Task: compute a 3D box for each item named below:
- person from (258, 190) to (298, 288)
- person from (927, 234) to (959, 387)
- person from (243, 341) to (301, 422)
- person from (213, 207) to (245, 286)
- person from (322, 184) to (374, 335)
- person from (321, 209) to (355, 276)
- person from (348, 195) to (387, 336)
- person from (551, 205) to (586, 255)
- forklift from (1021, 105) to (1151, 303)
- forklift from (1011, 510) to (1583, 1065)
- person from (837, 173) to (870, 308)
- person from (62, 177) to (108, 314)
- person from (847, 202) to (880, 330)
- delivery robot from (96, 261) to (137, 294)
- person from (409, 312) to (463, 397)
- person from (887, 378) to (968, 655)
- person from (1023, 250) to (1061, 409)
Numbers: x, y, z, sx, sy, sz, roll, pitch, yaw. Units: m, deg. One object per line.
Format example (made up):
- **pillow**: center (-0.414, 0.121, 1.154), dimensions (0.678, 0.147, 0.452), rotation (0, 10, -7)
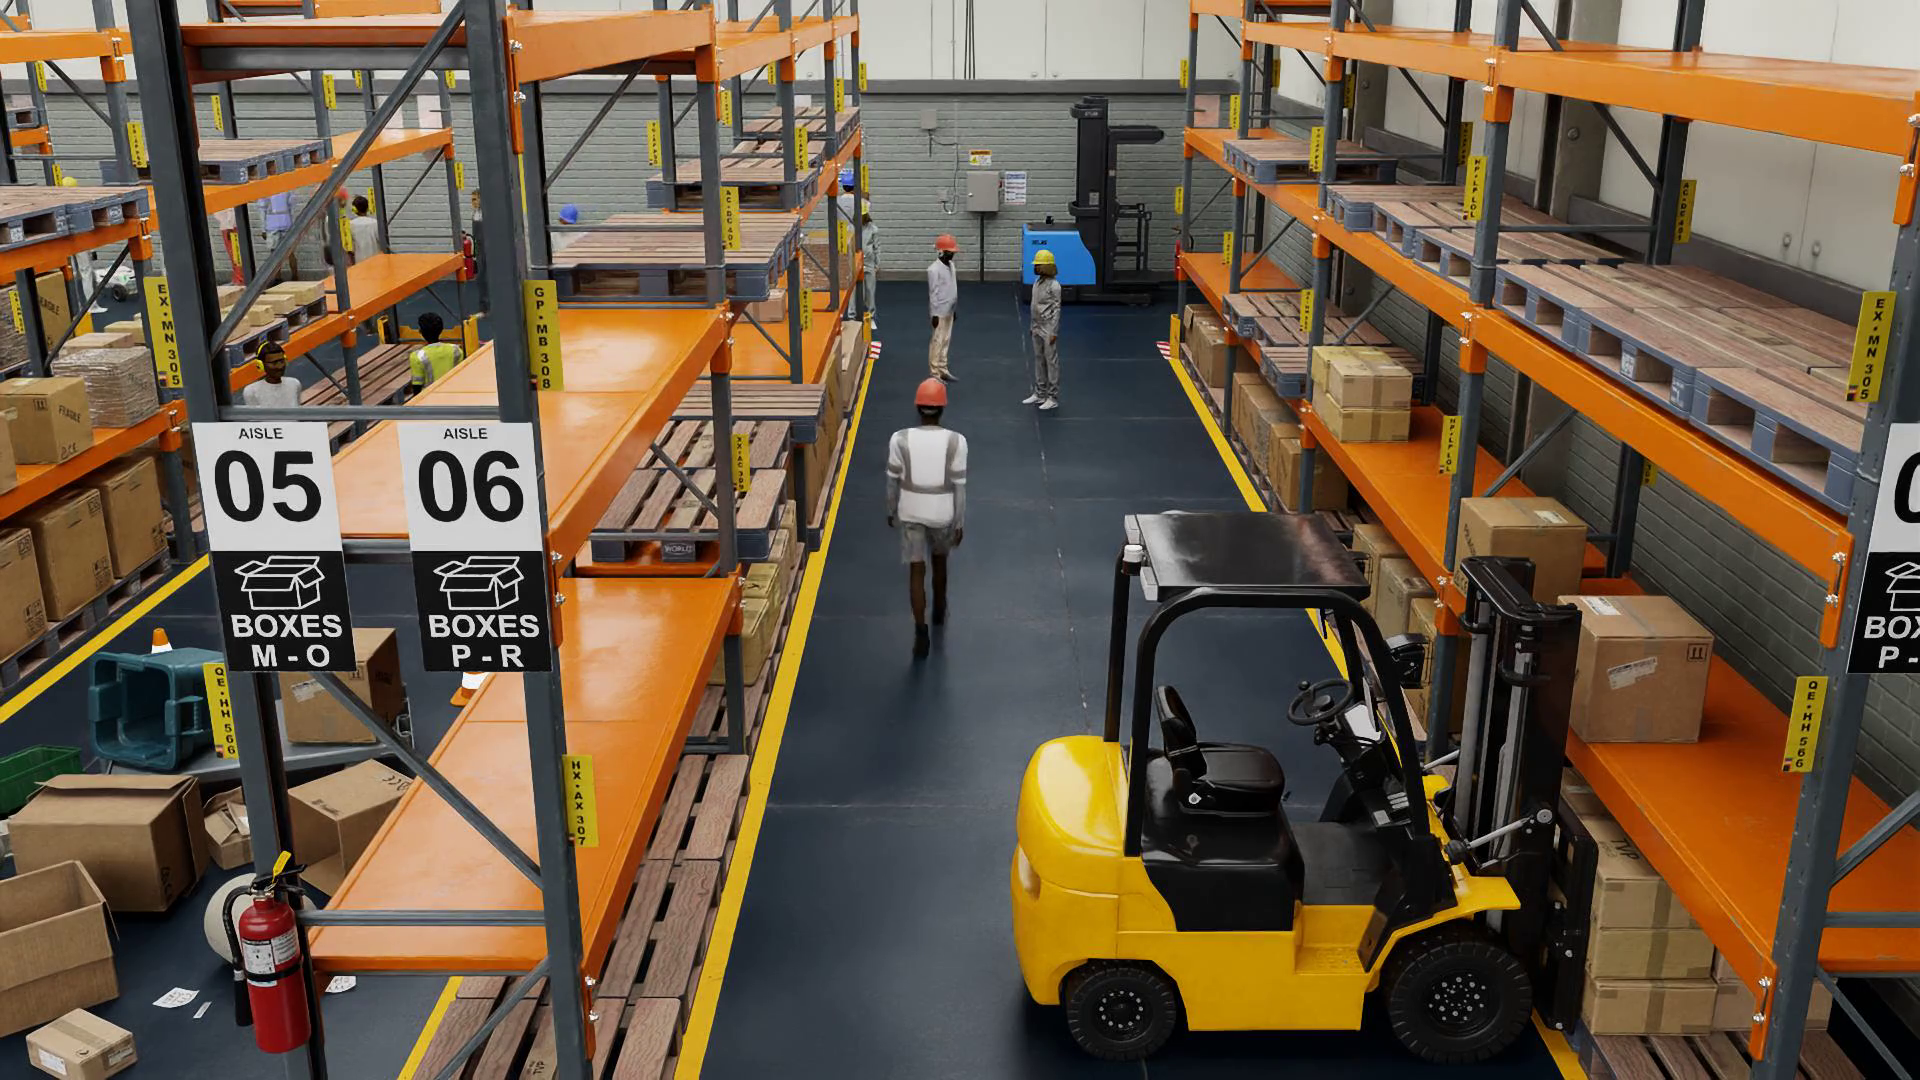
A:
- **person**: center (-10.497, -4.826, 25.577), dimensions (0.545, 1.928, 0.380), rotation (-17, 25, -42)
- **person**: center (-0.174, -2.677, 19.351), dimensions (0.342, 1.749, 0.573), rotation (8, 20, 23)
- **person**: center (-5.284, -0.633, 12.987), dimensions (0.327, 1.874, 0.517), rotation (11, 21, 30)
- **person**: center (-11.197, -4.798, 25.390), dimensions (0.399, 1.989, 0.622), rotation (-10, 21, -27)
- **person**: center (-8.149, -3.719, 22.100), dimensions (0.760, 2.012, 0.637), rotation (-8, 20, -23)
- **person**: center (-8.336, -3.713, 22.530), dimensions (0.559, 1.732, 0.606), rotation (4, 19, 12)
- **person**: center (-7.873, -3.648, 22.142), dimensions (0.544, 1.852, 0.354), rotation (-7, 19, -20)
- **person**: center (-4.915, -3.262, 20.892), dimensions (0.609, 1.900, 0.683), rotation (3, 19, 10)
- **forklift**: center (1.857, -4.944, 24.441), dimensions (1.873, 2.768, 1.129), rotation (0, 18, 0)
- **forklift**: center (1.387, 1.055, 7.378), dimensions (2.313, 2.155, 1.214), rotation (0, 18, 0)
- **person**: center (-1.582, -4.292, 23.929), dimensions (0.614, 1.946, 0.389), rotation (1, 18, 2)
- **person**: center (-12.526, -4.171, 23.598), dimensions (0.593, 1.924, 0.384), rotation (4, 19, 11)
- **person**: center (-1.321, -3.699, 22.475), dimensions (0.489, 1.736, 0.323), rotation (-2, 18, -6)
- **delivery robot**: center (-12.555, -3.921, 24.846), dimensions (0.707, 0.478, 0.477), rotation (10, 20, 27)
- **person**: center (-4.693, -1.214, 15.032), dimensions (0.320, 1.692, 0.536), rotation (16, 24, 39)
- **person**: center (-0.229, -0.200, 11.662), dimensions (0.567, 1.889, 0.986), rotation (0, 18, -1)
- **person**: center (0.918, -2.315, 18.274), dimensions (0.294, 1.744, 0.485), rotation (-11, 21, -29)
